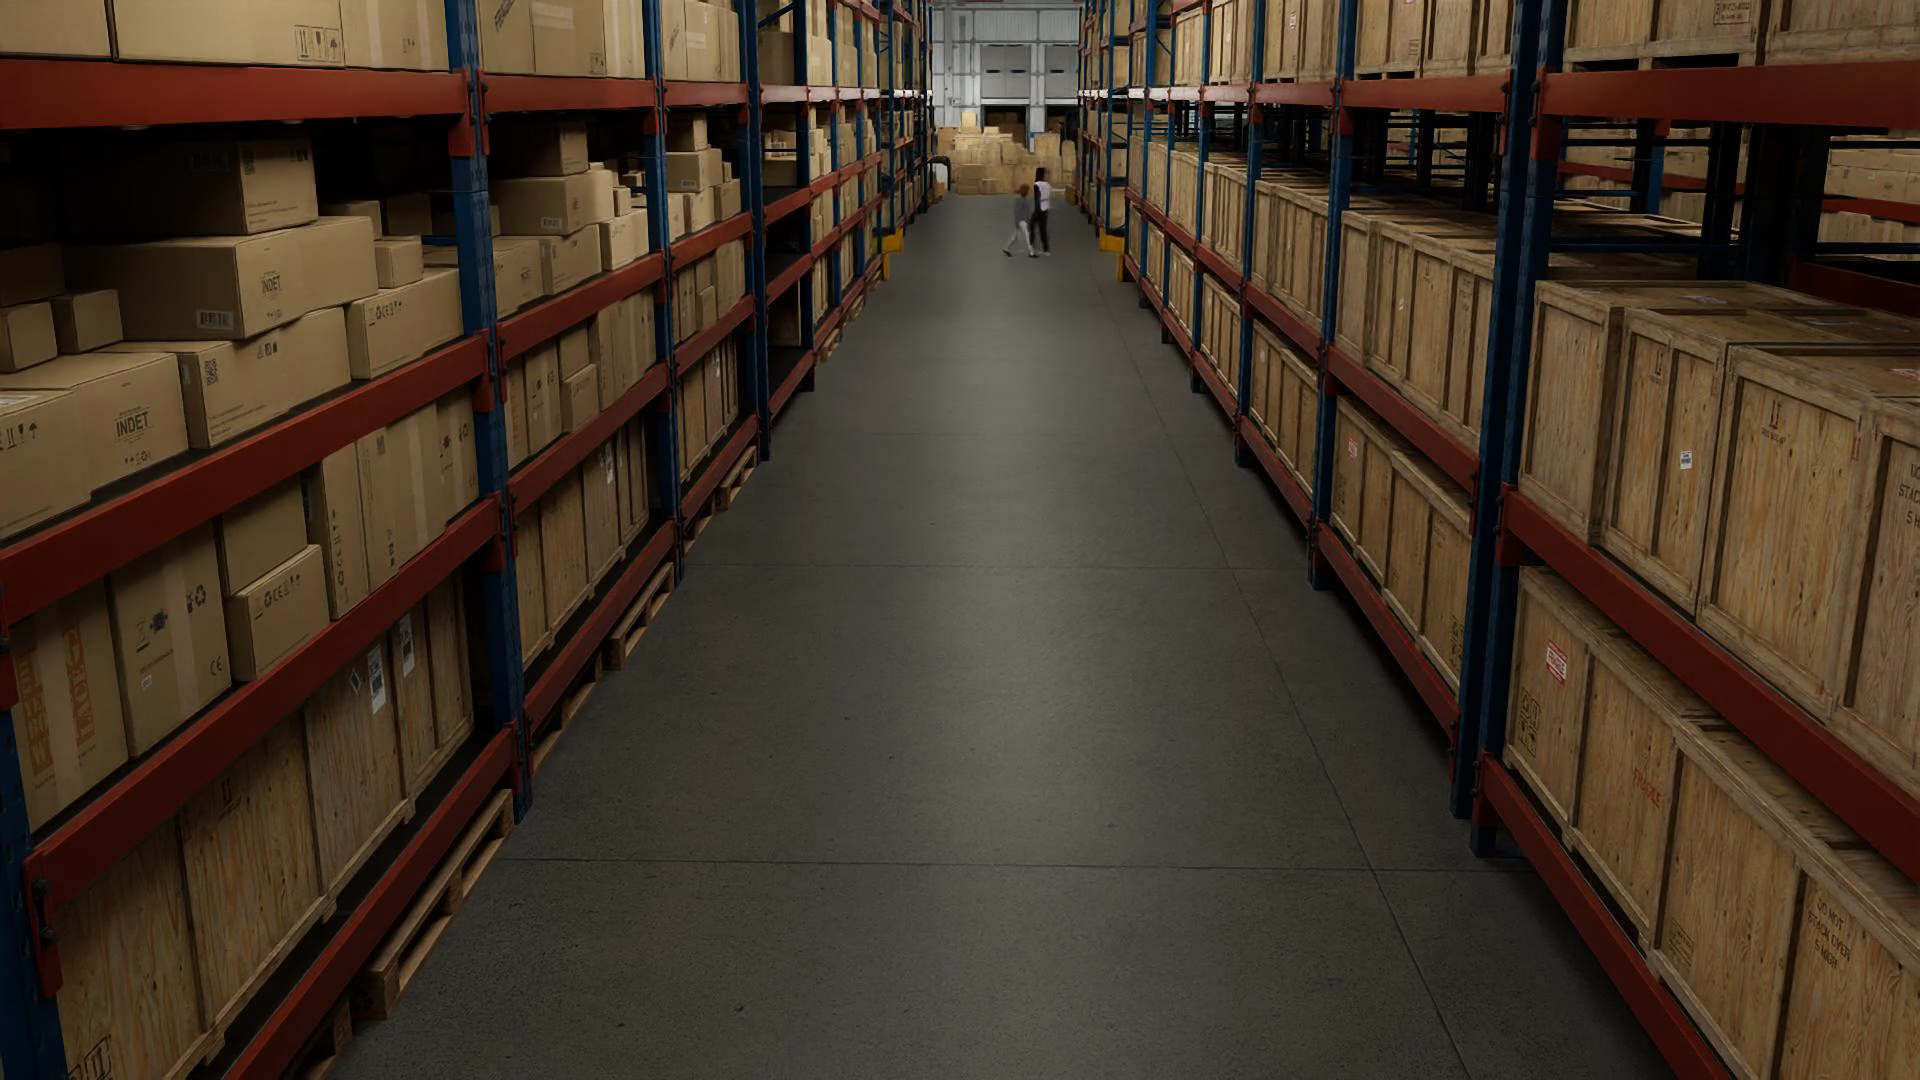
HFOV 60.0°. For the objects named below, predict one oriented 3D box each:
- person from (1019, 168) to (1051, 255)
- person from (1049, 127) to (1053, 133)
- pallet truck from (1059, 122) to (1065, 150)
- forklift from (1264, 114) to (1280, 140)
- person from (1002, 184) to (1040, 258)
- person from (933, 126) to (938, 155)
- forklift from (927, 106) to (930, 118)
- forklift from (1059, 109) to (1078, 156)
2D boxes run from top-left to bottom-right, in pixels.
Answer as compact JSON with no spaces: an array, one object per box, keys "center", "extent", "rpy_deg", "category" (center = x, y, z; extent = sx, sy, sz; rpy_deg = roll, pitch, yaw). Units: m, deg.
[{"center":[1.671,-7.224,36.576],"extent":[0.820,1.874,0.636],"rpy_deg":[9,17,29],"category":"person"},{"center":[5.075,-22.403,93.502],"extent":[0.309,1.640,0.514],"rpy_deg":[1,15,3],"category":"person"},{"center":[5.788,-21.111,88.014],"extent":[1.885,1.965,0.823],"rpy_deg":[5,16,18],"category":"pallet truck"},{"center":[11.018,-13.920,59.582],"extent":[1.129,2.768,1.873],"rpy_deg":[0,15,2],"category":"forklift"},{"center":[1.302,-6.867,35.789],"extent":[0.855,1.591,0.509],"rpy_deg":[5,16,17],"category":"person"},{"center":[-1.243,-18.861,79.754],"extent":[0.632,1.940,0.372],"rpy_deg":[9,18,31],"category":"person"},{"center":[-1.918,-21.452,87.607],"extent":[1.129,2.768,1.873],"rpy_deg":[0,15,2],"category":"forklift"},{"center":[4.824,-16.912,70.716],"extent":[1.873,2.768,1.129],"rpy_deg":[-11,18,-34],"category":"forklift"}]
